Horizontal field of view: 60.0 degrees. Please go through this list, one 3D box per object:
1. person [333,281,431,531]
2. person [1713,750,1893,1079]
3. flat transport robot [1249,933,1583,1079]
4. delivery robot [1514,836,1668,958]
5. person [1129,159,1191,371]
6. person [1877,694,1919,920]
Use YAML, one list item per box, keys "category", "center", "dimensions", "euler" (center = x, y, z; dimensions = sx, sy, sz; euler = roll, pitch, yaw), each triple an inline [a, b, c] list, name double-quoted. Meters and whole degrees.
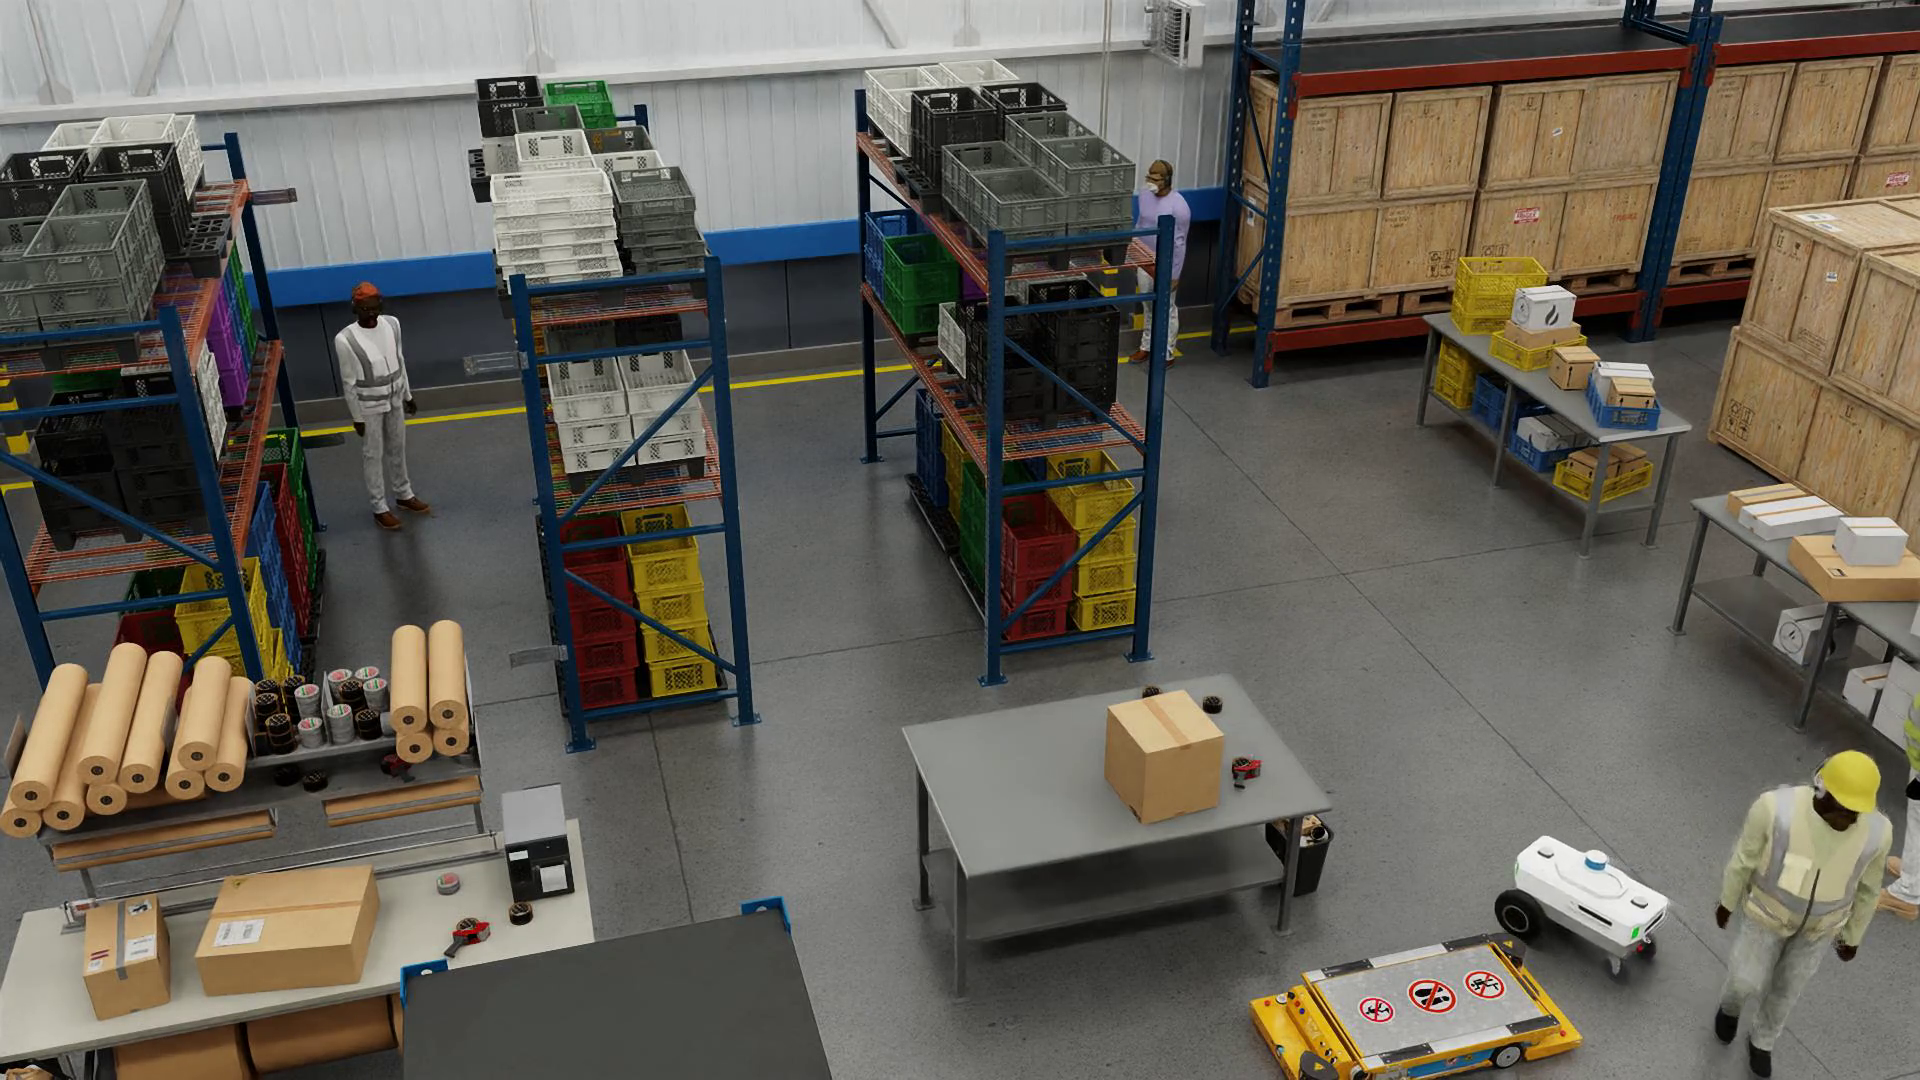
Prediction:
- category: "person"
  center: [-4.274, -1.004, 12.298]
  dimensions: [0.362, 1.883, 0.575]
  euler: [16, 32, 26]
- category: "person"
  center: [3.763, 1.676, 7.489]
  dimensions: [0.616, 1.814, 0.418]
  euler: [8, 30, 14]
- category: "flat transport robot"
  center: [2.184, 2.282, 7.980]
  dimensions: [1.431, 0.197, 0.652]
  euler: [-8, 30, -14]
- category: "delivery robot"
  center: [3.203, 1.799, 8.473]
  dimensions: [0.477, 0.478, 0.707]
  euler: [-24, 37, -36]
- category: "person"
  center: [1.785, -2.465, 14.910]
  dimensions: [0.367, 1.933, 0.627]
  euler: [-18, 34, -29]
- category: "person"
  center: [5.034, 1.109, 8.504]
  dimensions: [0.625, 1.835, 0.430]
  euler: [-22, 36, -34]
